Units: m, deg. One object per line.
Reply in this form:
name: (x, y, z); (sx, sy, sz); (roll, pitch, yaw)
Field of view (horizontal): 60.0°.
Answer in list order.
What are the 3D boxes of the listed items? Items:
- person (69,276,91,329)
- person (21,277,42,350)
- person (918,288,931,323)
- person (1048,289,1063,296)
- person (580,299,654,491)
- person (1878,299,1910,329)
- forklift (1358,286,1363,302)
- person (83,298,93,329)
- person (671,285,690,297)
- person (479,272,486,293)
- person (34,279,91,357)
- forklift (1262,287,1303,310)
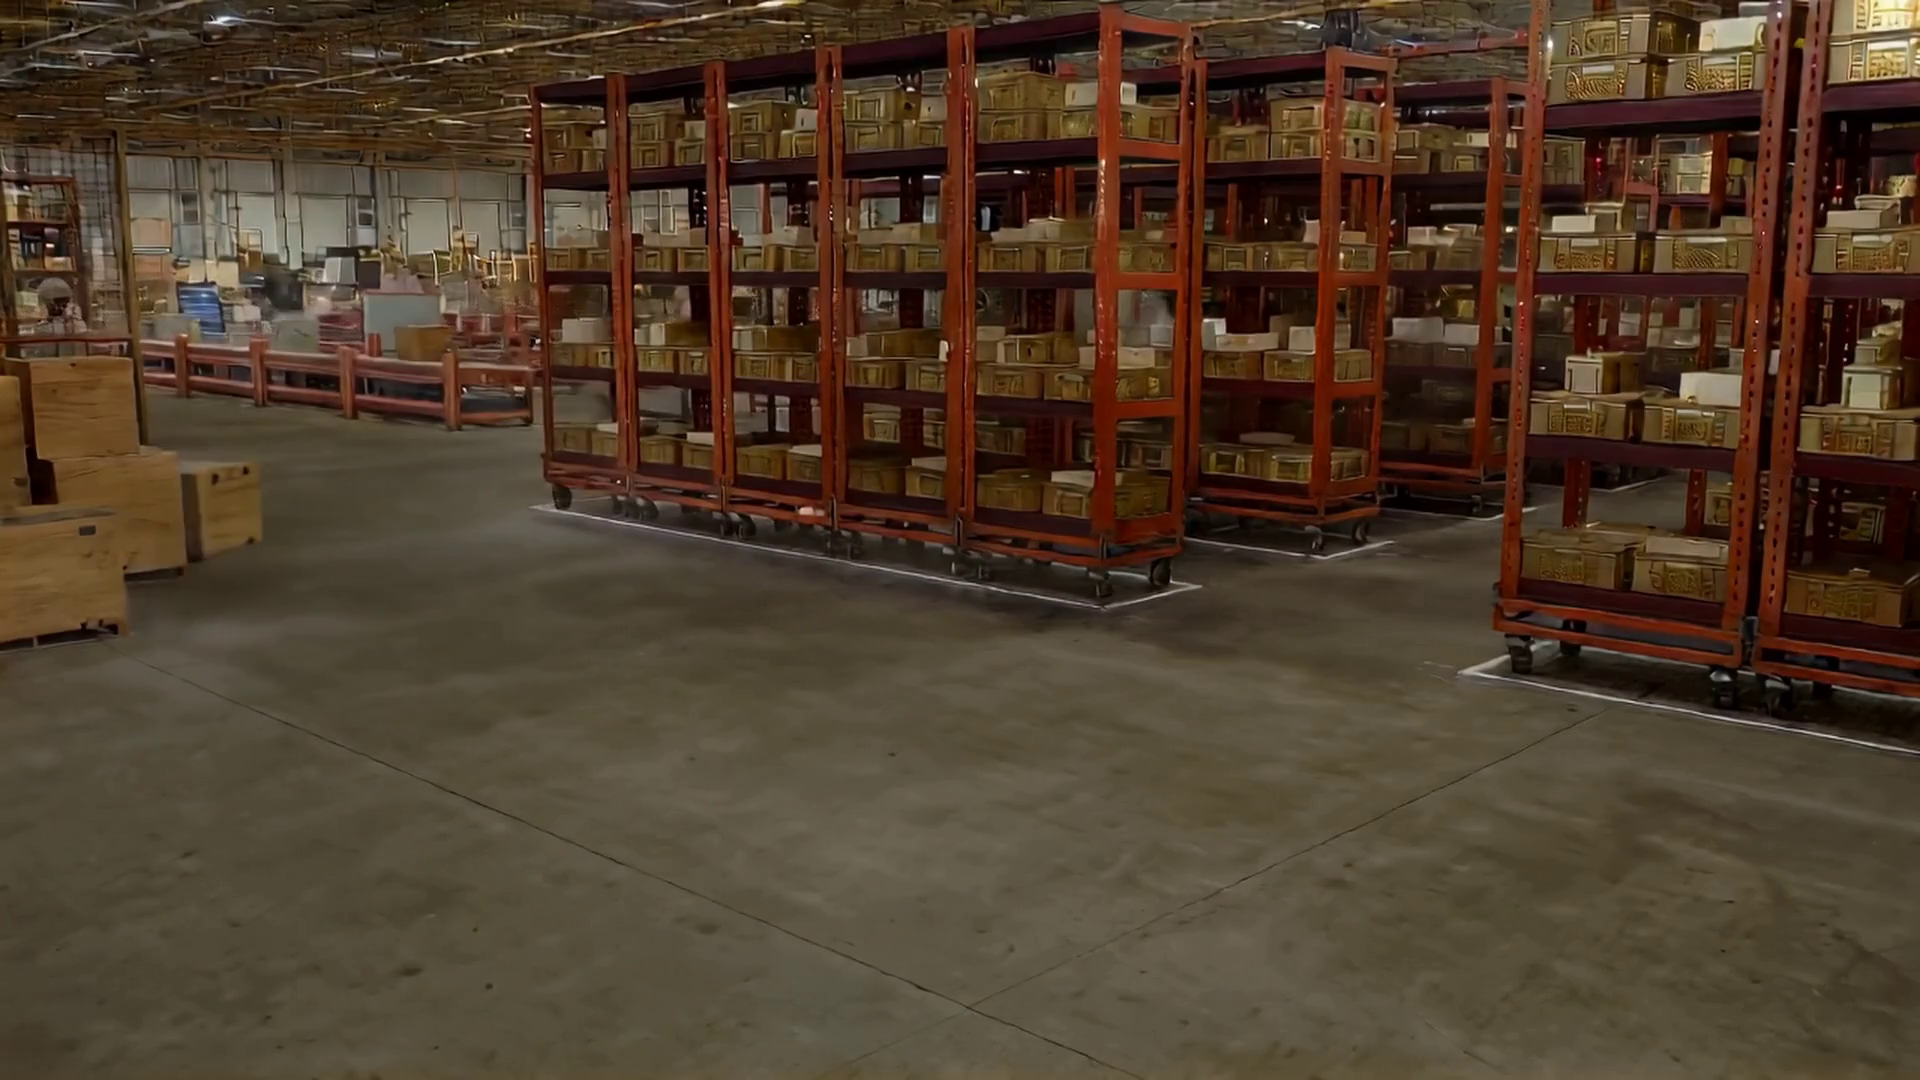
person: (-24.213, -6.358, 45.680); (0.757, 1.975, 0.630); (-4, 10, -24)
person: (-21.093, -5.079, 37.952); (0.342, 1.942, 0.552); (9, 13, 43)
person: (-0.938, -5.637, 41.775); (0.403, 1.813, 0.608); (-2, 9, -11)
person: (2.813, -7.163, 50.509); (0.610, 2.016, 0.794); (3, 10, 18)
person: (-3.206, -1.355, 15.602); (0.574, 1.796, 0.966); (8, 12, 39)
person: (9.866, -1.724, 17.721); (0.403, 1.833, 0.590); (1, 9, 9)
forklift: (11.100, -7.017, 46.970); (1.873, 2.768, 1.129); (9, 13, 43)
person: (-25.078, -6.505, 47.538); (0.496, 1.676, 0.928); (6, 11, 33)
person: (-8.374, -7.007, 49.920); (0.659, 1.893, 0.620); (-7, 12, -36)
person: (-21.158, -10.889, 73.645); (0.485, 1.925, 0.561); (-4, 10, -21)
person: (-7.807, -1.279, 14.499); (0.393, 1.991, 0.626); (1, 9, 8)
forklift: (10.769, -8.203, 54.240); (1.129, 2.768, 1.873); (8, 12, 42)
